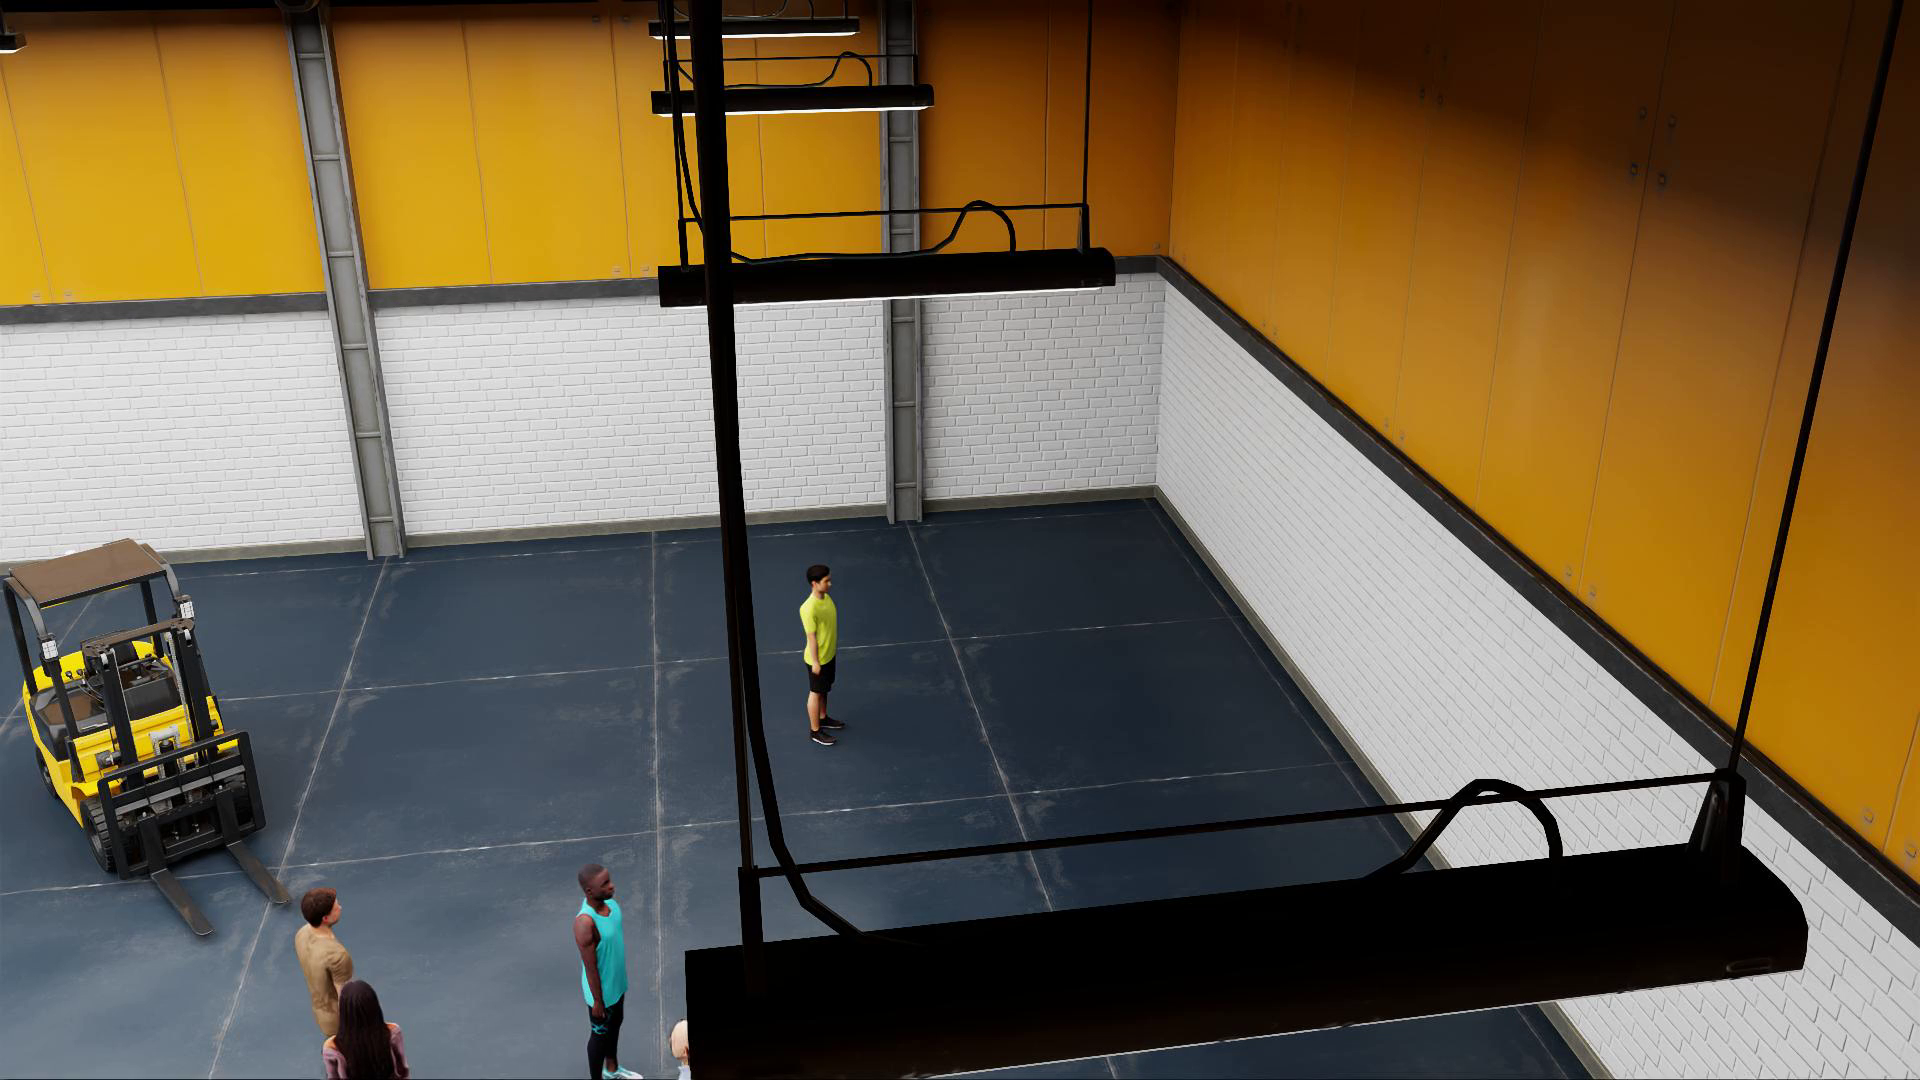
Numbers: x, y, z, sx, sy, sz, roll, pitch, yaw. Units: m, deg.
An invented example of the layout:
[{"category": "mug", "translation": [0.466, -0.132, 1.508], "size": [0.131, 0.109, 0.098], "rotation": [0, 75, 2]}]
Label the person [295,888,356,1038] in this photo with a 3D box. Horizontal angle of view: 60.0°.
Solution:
[{"category": "person", "translation": [-3.935, 2.996, 10.326], "size": [1.059, 1.832, 1.179], "rotation": [20, 31, 38]}]

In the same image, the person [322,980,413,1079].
[{"category": "person", "translation": [-3.369, 3.321, 9.608], "size": [0.572, 1.810, 0.736], "rotation": [-11, 26, -24]}]

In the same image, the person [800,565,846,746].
[{"category": "person", "translation": [-1.270, 1.006, 15.030], "size": [0.666, 1.709, 0.691], "rotation": [5, 24, 11]}]

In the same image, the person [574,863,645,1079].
[{"category": "person", "translation": [-2.302, 2.843, 10.706], "size": [0.624, 1.806, 0.651], "rotation": [3, 24, 7]}]
